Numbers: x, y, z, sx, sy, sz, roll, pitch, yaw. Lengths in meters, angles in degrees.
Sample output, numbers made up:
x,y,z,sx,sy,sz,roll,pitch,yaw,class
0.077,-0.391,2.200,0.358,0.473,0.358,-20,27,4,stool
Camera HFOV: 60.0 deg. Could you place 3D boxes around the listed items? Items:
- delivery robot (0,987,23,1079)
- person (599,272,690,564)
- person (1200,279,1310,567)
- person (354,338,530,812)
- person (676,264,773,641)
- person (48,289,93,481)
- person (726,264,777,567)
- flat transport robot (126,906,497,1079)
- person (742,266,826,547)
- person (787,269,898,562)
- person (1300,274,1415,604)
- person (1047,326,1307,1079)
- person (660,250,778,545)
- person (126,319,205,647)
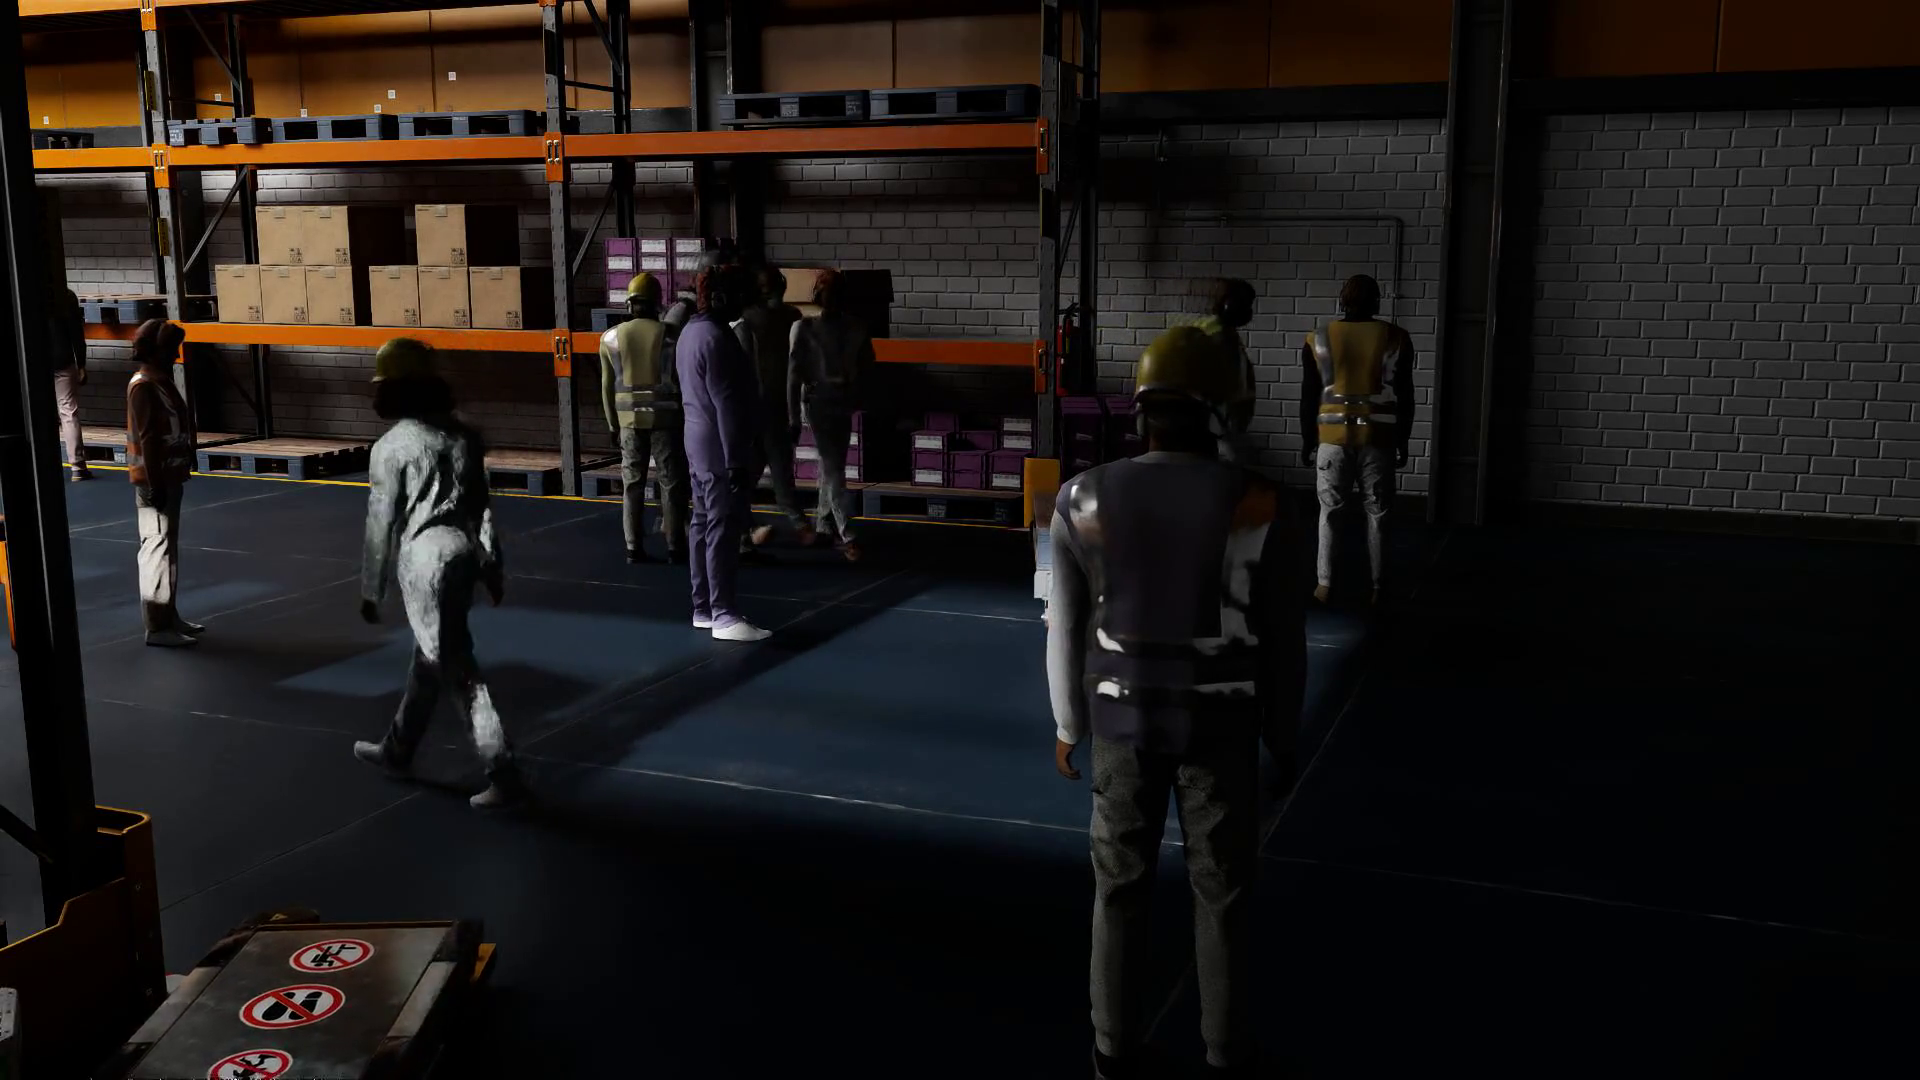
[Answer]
x,y,z,sx,sy,sz,roll,pitch,yaw,class
-2.291,1.112,3.341,0.707,0.478,0.477,-5,11,-27,delivery robot
-1.939,-0.756,10.453,0.589,1.833,0.404,1,10,4,person
1.668,-0.661,10.028,0.948,1.792,0.636,1,10,3,person
-1.915,0.122,5.960,0.928,1.676,0.491,5,11,25,person
-1.207,-0.441,8.491,0.410,1.909,0.643,-5,11,-25,person
-7.675,-1.468,13.993,0.611,1.986,0.393,-4,11,-19,person
-1.391,-0.773,10.403,0.347,1.883,0.584,-5,12,-28,person
-1.562,1.208,3.863,0.652,0.197,1.431,-1,10,-3,flat transport robot
-1.302,-0.897,11.174,1.014,1.868,0.614,7,12,33,person
-0.734,-0.800,10.669,0.708,1.846,0.849,-9,14,-42,person
2.218,-0.557,9.318,0.619,1.845,0.430,2,10,13,person
0.508,0.417,3.924,0.599,1.827,0.404,2,10,13,person
-1.647,-0.984,11.143,1.058,2.000,0.707,5,11,26,person
-4.022,-0.289,8.388,0.314,1.639,0.521,-3,11,-16,person
